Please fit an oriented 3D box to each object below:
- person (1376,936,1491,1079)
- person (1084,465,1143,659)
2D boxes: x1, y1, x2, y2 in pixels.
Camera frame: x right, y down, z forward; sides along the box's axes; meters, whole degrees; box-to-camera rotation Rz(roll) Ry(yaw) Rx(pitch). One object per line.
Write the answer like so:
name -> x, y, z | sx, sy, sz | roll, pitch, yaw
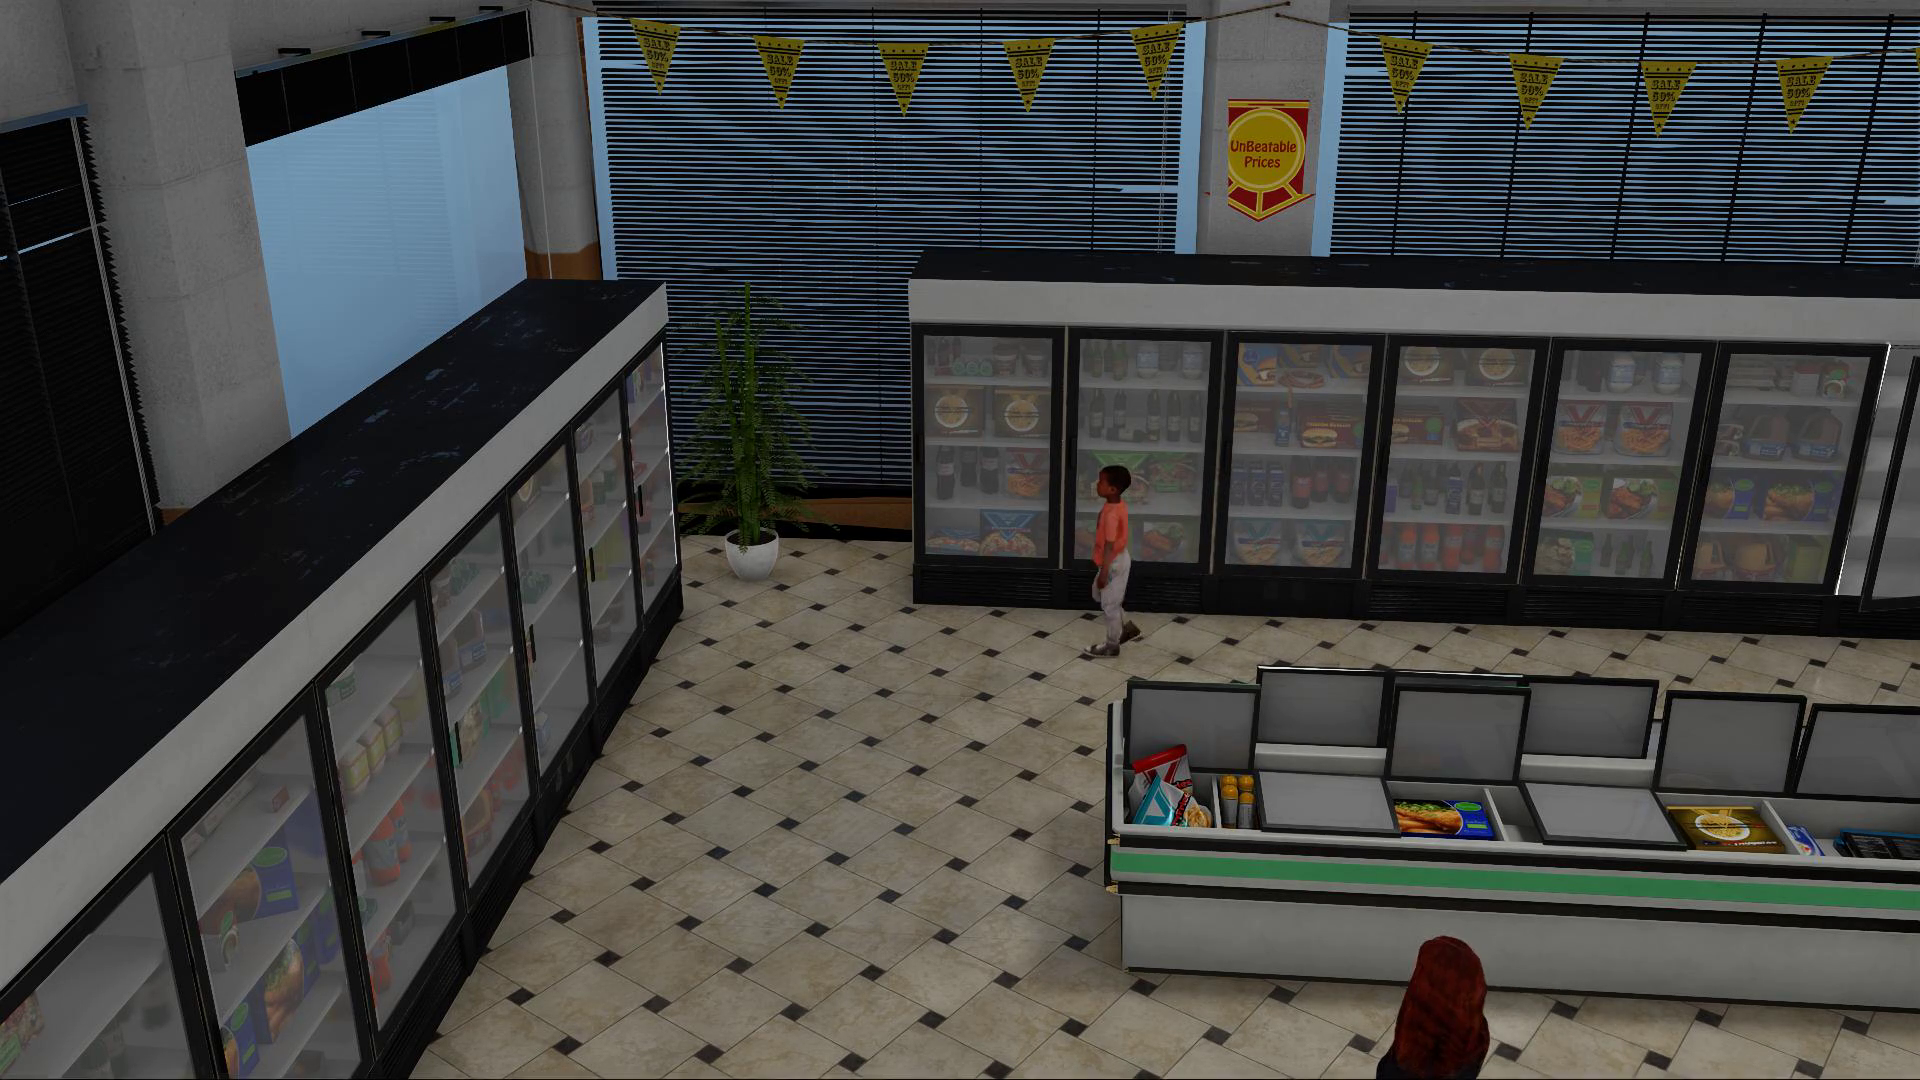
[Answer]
person -> 1.453, 2.013, 5.278 | 0.650, 1.786, 0.725 | -14, 26, -31
person -> 1.029, 0.147, 10.570 | 0.609, 1.304, 0.536 | 5, 22, 12
